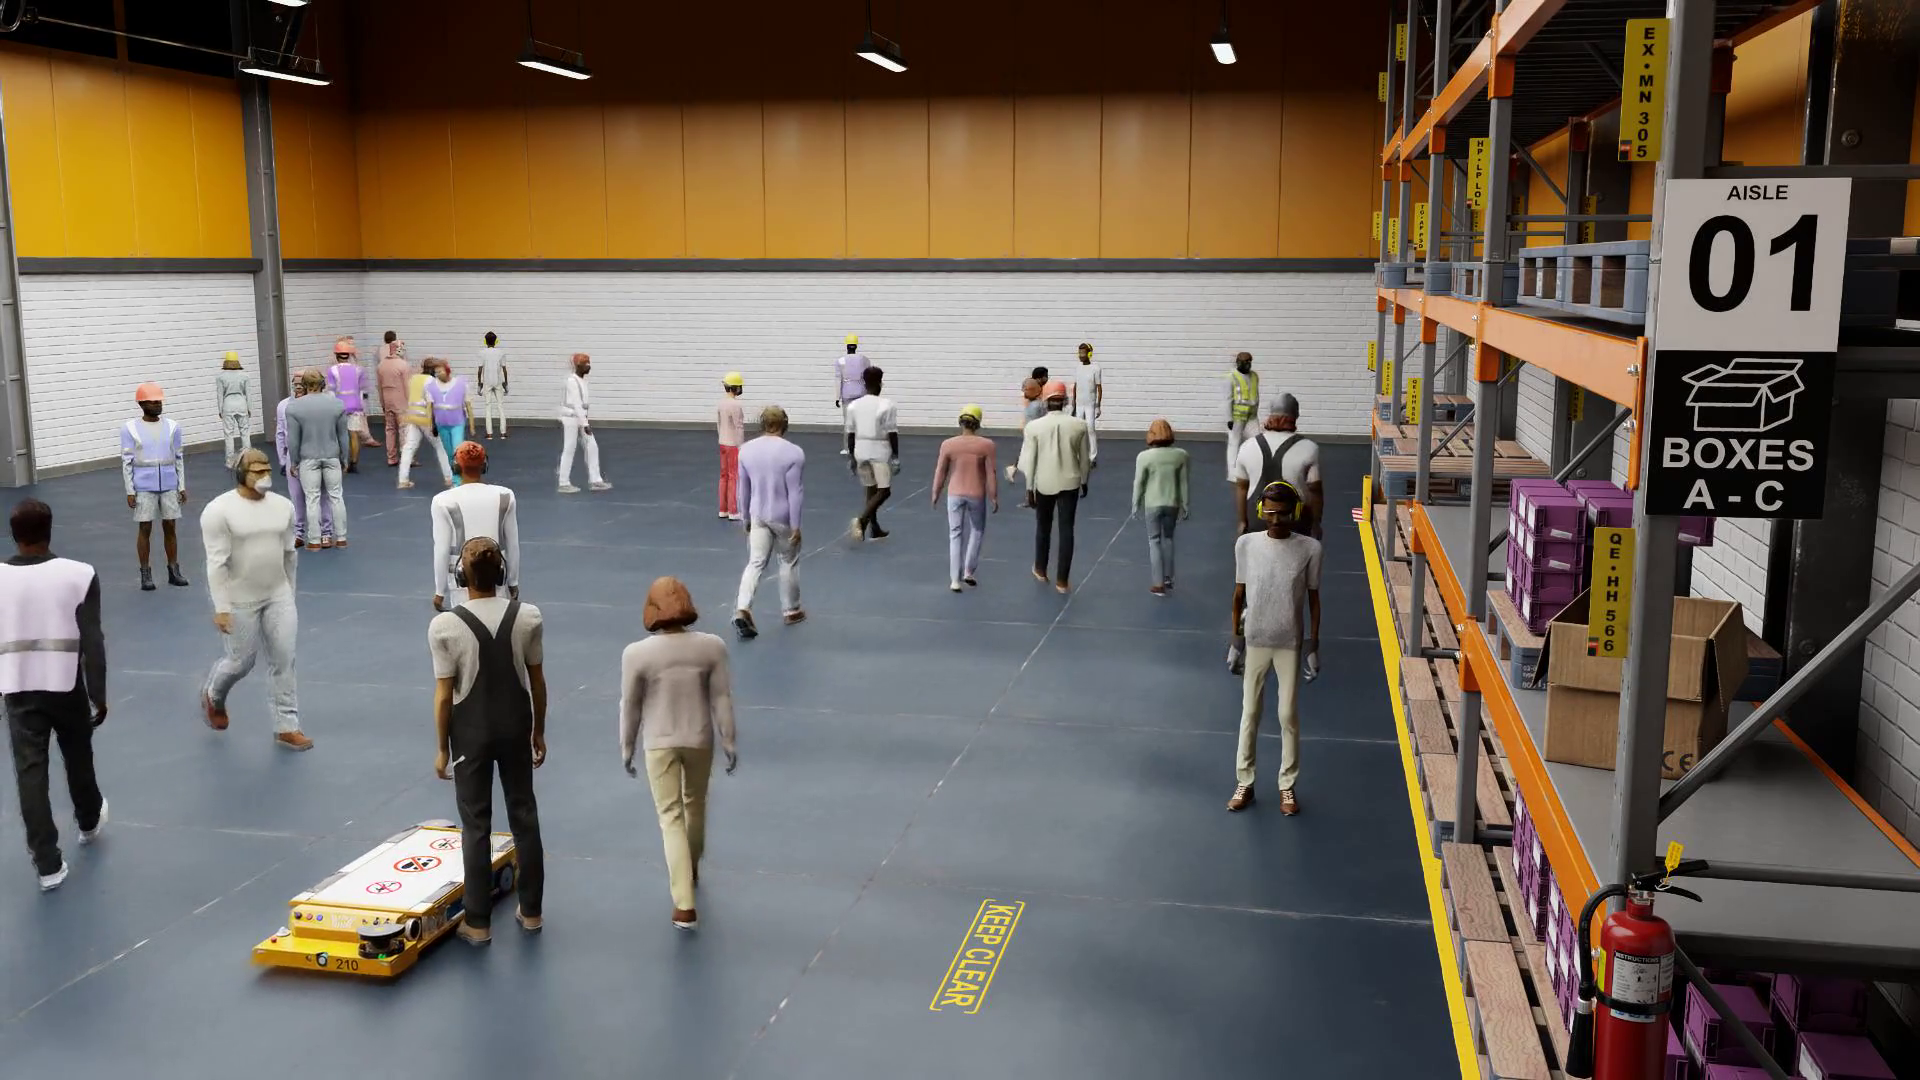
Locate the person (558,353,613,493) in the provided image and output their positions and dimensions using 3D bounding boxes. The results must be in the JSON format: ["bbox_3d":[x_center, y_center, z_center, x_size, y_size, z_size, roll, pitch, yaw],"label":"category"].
[{"bbox_3d":[-4.982,-1.542,22.075,0.826,1.851,0.603,1,9,6],"label":"person"}]

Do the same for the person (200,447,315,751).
[{"bbox_3d":[-4.459,0.358,10.452,0.818,1.915,0.634,7,12,37],"label":"person"}]

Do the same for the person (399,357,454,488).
[{"bbox_3d":[-7.265,-1.589,22.656,0.652,1.774,0.862,7,12,35],"label":"person"}]

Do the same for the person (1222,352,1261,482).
[{"bbox_3d":[3.969,-1.693,23.072,0.650,1.819,0.638,-5,11,-30],"label":"person"}]

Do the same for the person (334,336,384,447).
[{"bbox_3d":[-10.152,-2.464,27.607,0.998,1.866,0.640,-1,9,-5],"label":"person"}]

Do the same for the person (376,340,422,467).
[{"bbox_3d":[-8.390,-2.031,24.877,0.643,1.902,0.400,5,11,28],"label":"person"}]

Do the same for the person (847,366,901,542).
[{"bbox_3d":[-0.974,-0.915,18.021,0.618,1.944,0.729,6,11,30],"label":"person"}]

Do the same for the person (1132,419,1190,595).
[{"bbox_3d":[1.834,-0.305,15.284,0.519,1.615,0.417,-2,10,-12],"label":"person"}]

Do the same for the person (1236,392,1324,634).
[{"bbox_3d":[2.574,-0.179,13.294,0.696,2.000,0.568,6,11,31],"label":"person"}]

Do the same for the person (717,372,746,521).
[{"bbox_3d":[-2.689,-1.115,19.759,0.327,1.767,0.533,-6,11,-33],"label":"person"}]

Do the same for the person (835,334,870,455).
[{"bbox_3d":[-1.712,-2.314,26.495,0.585,1.927,0.366,-3,10,-19],"label":"person"}]

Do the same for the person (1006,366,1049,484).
[{"bbox_3d":[0.983,-1.510,22.415,0.626,1.682,0.540,5,11,27],"label":"person"}]

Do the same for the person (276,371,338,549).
[{"bbox_3d":[-6.956,-0.849,17.732,0.641,1.910,0.401,-1,9,-4],"label":"person"}]

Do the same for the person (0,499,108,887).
[{"bbox_3d":[-4.596,0.724,8.363,0.604,1.861,1.016,-3,10,-20],"label":"person"}]

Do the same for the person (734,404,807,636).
[{"bbox_3d":[-1.580,-0.170,13.706,0.638,1.900,1.001,4,10,21],"label":"person"}]

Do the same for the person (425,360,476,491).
[{"bbox_3d":[-6.726,-1.480,21.914,0.600,1.780,0.955,0,9,1],"label":"person"}]

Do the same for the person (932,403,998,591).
[{"bbox_3d":[0.044,-0.402,15.519,0.647,1.732,0.603,1,9,5],"label":"person"}]

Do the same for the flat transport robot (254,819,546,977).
[{"bbox_3d":[-2.554,1.626,7.735,0.652,0.197,1.431,2,10,12],"label":"flat transport robot"}]

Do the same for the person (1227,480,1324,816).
[{"bbox_3d":[1.734,0.592,9.186,0.512,1.865,0.329,3,10,16],"label":"person"}]

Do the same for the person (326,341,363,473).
[{"bbox_3d":[-8.921,-1.918,24.146,0.542,1.914,0.500,-7,12,-36],"label":"person"}]

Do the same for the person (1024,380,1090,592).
[{"bbox_3d":[0.913,-0.527,15.654,0.624,1.953,0.914,0,9,1],"label":"person"}]

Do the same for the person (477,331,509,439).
[{"bbox_3d":[-8.128,-2.687,28.920,0.534,1.868,0.310,-4,10,-21],"label":"person"}]

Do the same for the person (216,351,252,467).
[{"bbox_3d":[-10.878,-1.959,24.938,0.483,1.737,0.321,-6,11,-34],"label":"person"}]

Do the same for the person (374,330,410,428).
[{"bbox_3d":[-10.401,-2.921,30.532,0.634,1.859,0.583,2,10,10],"label":"person"}]

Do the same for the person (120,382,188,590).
[{"bbox_3d":[-7.529,-0.509,15.575,0.547,1.942,0.344,-9,13,-42],"label":"person"}]

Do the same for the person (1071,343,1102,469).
[{"bbox_3d":[1.868,-1.992,24.734,0.536,1.869,0.312,8,12,40],"label":"person"}]

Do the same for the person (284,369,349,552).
[{"bbox_3d":[-6.777,-0.838,17.581,0.629,1.937,0.376,-6,11,-31],"label":"person"}]

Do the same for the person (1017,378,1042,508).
[{"bbox_3d":[0.901,-1.206,20.739,0.394,1.616,0.517,-1,9,-5],"label":"person"}]

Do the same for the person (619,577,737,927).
[{"bbox_3d":[-1.329,0.960,7.812,0.521,1.579,0.865,-4,10,-22],"label":"person"}]

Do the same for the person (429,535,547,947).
[{"bbox_3d":[-2.093,0.892,7.434,0.512,1.845,0.340,-6,11,-32],"label":"person"}]

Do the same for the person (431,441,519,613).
[{"bbox_3d":[-3.182,0.287,10.958,0.585,1.882,0.337,-7,12,-38],"label":"person"}]
